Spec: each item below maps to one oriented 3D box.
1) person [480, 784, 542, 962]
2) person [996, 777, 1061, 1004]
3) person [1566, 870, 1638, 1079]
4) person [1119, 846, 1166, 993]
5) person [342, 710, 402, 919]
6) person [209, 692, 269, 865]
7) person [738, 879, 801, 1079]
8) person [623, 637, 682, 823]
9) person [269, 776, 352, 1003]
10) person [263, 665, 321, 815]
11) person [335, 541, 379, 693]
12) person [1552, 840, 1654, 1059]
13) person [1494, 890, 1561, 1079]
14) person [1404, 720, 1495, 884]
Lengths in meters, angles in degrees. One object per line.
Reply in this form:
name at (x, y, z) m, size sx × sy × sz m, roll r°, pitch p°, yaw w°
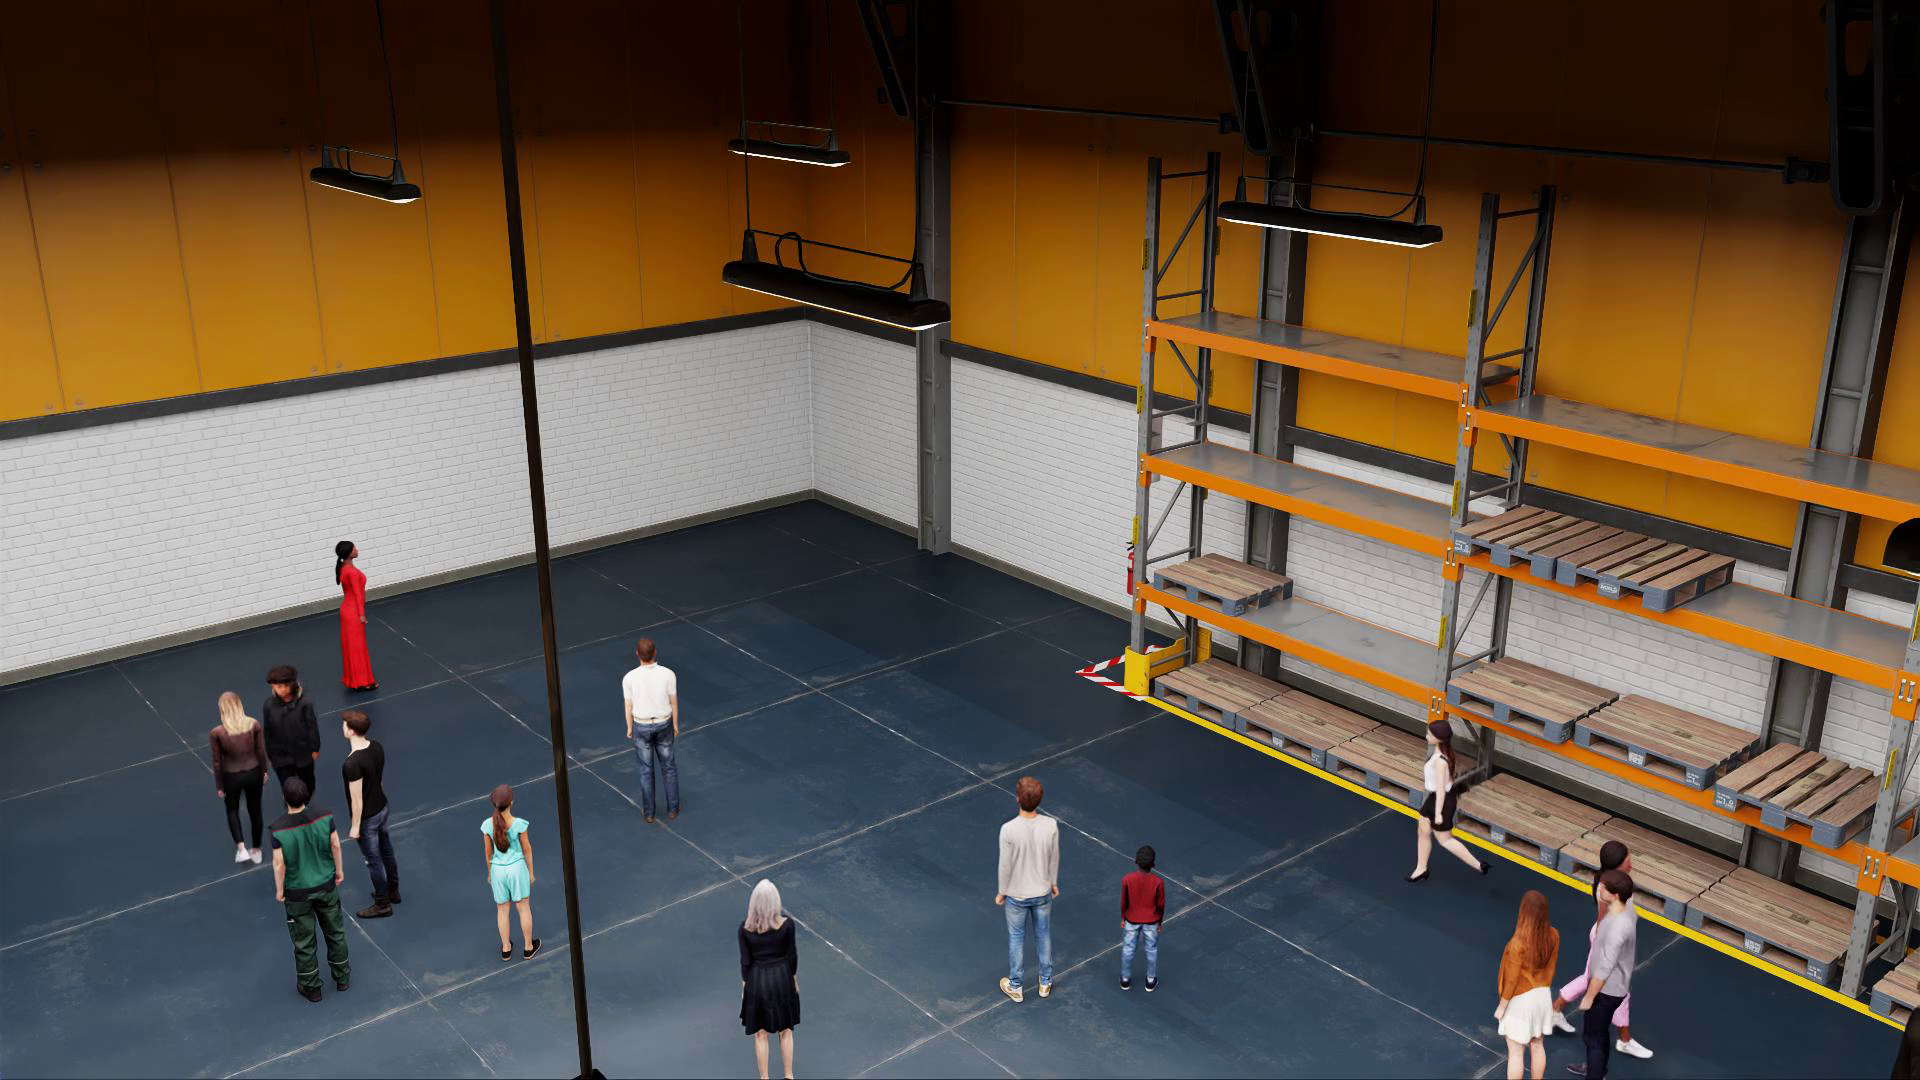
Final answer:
person at (-3.718, 2.730, 13.719) m, size 0.637 × 1.558 × 0.680 m, roll -1°, pitch 19°, yaw -3°
person at (0.544, 2.752, 13.110) m, size 0.753 × 1.905 × 0.742 m, roll -4°, pitch 19°, yaw -13°
person at (4.660, 3.197, 11.895) m, size 0.764 × 1.838 × 0.773 m, roll 10°, pitch 21°, yaw 27°
person at (1.457, 3.025, 13.321) m, size 0.573 × 1.253 × 0.636 m, roll 2°, pitch 19°, yaw 6°
person at (-5.076, 2.347, 14.326) m, size 0.796 × 1.896 × 0.751 m, roll 3°, pitch 19°, yaw 8°
person at (-6.491, 2.196, 15.089) m, size 0.653 × 1.695 × 0.637 m, roll -12°, pitch 22°, yaw -31°
person at (-1.366, 3.223, 11.960) m, size 0.691 × 1.747 × 0.712 m, roll -4°, pitch 19°, yaw -11°
person at (-2.952, 1.815, 15.972) m, size 0.741 × 1.855 × 0.729 m, roll -5°, pitch 19°, yaw -13°
person at (-5.143, 2.737, 13.161) m, size 0.672 × 1.901 × 0.563 m, roll -14°, pitch 23°, yaw -35°
person at (-6.299, 1.966, 15.686) m, size 0.857 × 1.750 × 1.142 m, roll -7°, pitch 20°, yaw -20°
person at (-6.910, 0.857, 18.928) m, size 0.698 × 1.784 × 0.557 m, roll -13°, pitch 23°, yaw -34°
person at (4.802, 3.041, 12.554) m, size 1.120 × 1.712 × 0.906 m, roll 7°, pitch 20°, yaw 19°
person at (4.043, 3.279, 11.830) m, size 0.679 × 1.723 × 0.655 m, roll -8°, pitch 20°, yaw -23°
person at (4.330, 2.368, 14.698) m, size 1.067 × 1.619 × 0.928 m, roll 6°, pitch 20°, yaw 18°
